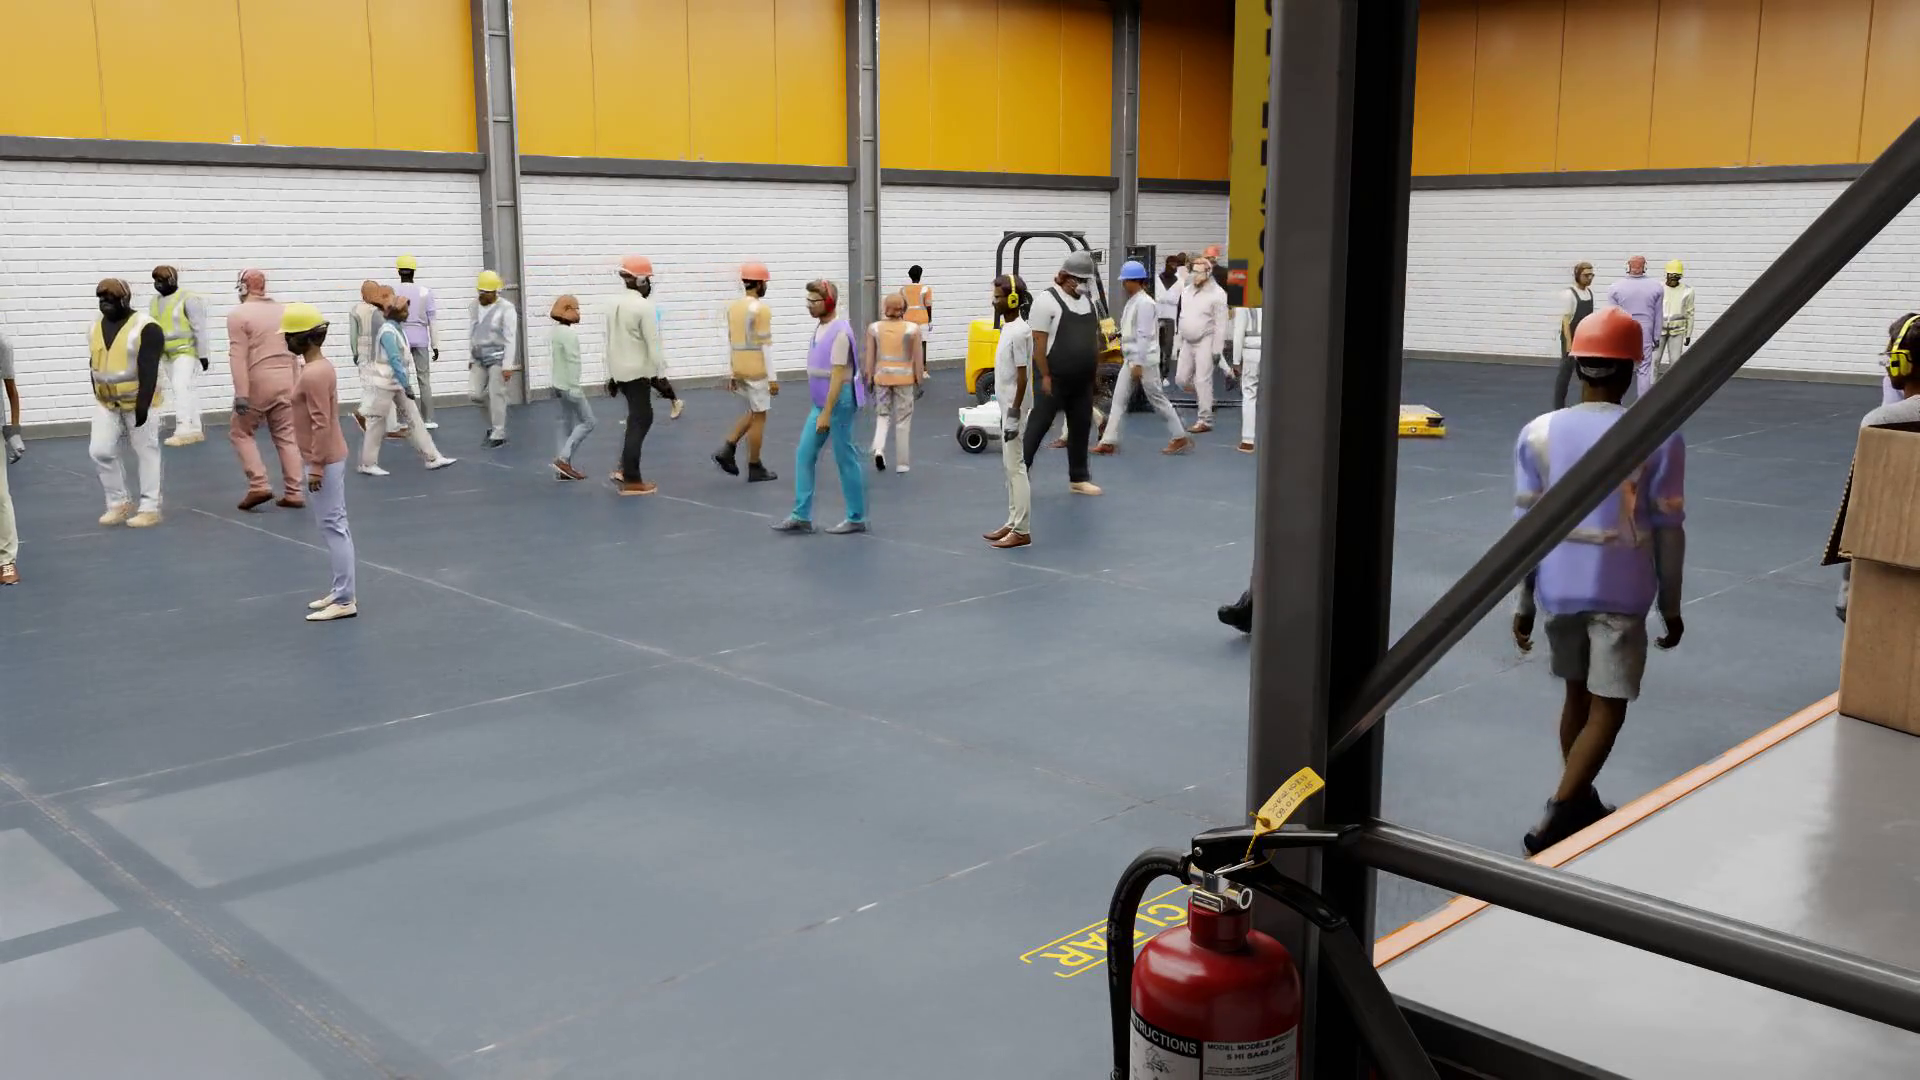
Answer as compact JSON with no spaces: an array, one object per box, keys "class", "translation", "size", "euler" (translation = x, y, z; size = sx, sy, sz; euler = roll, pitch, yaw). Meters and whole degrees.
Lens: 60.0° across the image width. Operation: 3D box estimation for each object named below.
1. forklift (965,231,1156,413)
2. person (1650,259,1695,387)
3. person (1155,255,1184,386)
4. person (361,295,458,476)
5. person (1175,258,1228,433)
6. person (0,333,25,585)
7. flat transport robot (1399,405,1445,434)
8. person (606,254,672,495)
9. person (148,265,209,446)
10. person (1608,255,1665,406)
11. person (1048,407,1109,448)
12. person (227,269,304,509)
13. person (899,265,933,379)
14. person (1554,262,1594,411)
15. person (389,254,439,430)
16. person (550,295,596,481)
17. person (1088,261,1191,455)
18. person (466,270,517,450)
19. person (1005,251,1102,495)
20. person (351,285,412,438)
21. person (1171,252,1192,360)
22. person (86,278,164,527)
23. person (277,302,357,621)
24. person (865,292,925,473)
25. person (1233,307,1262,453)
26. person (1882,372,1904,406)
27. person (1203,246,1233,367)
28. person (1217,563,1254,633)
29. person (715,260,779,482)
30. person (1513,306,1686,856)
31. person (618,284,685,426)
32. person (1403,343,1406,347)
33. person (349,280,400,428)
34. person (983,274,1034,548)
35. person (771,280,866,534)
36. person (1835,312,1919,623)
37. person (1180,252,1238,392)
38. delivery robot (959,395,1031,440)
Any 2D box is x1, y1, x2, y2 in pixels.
[{"class":"forklift","translation":[1.222,-2.721,20.561],"size":[2.313,2.155,1.214],"euler":[2,11,13]},{"class":"person","translation":[9.131,-2.694,21.438],"size":[0.595,1.825,0.403],"euler":[4,11,22]},{"class":"person","translation":[2.938,-3.185,24.021],"size":[0.612,1.858,0.988],"euler":[0,10,-1]},{"class":"person","translation":[-4.956,-1.355,14.743],"size":[0.878,1.596,0.525],"euler":[0,10,-1]},{"class":"person","translation":[2.627,-2.108,18.051],"size":[0.476,1.887,0.666],"euler":[-8,13,-37]},{"class":"person","translation":[-5.984,-0.640,10.117],"size":[0.515,1.866,0.333],"euler":[-3,11,-16]},{"class":"flat transport robot","translation":[4.852,-1.334,18.248],"size":[0.652,0.197,1.431],"euler":[1,10,5]},{"class":"person","translation":[-2.656,-1.355,13.721],"size":[0.480,1.978,0.638],"euler":[-8,13,-38]},{"class":"person","translation":[-7.998,-1.861,16.882],"size":[0.668,1.825,0.744],"euler":[4,11,23]},{"class":"person","translation":[7.941,-2.403,19.633],"size":[0.639,1.903,0.409],"euler":[2,11,13]},{"class":"person","translation":[1.210,-1.736,16.759],"size":[0.657,1.615,0.500],"euler":[-3,11,-16]},{"class":"person","translation":[-5.403,-1.163,12.973],"size":[0.510,1.871,0.669],"euler":[5,11,24]},{"class":"person","translation":[-0.654,-3.224,24.685],"size":[0.531,1.694,0.320],"euler":[4,11,20]},{"class":"person","translation":[7.203,-2.287,19.217],"size":[0.539,1.818,0.732],"euler":[-6,12,-32]},{"class":"person","translation":[-6.033,-2.164,18.257],"size":[0.594,1.924,0.383],"euler":[-3,11,-14]},{"class":"person","translation":[-3.358,-1.309,14.406],"size":[0.338,1.618,0.534],"euler":[-6,12,-30]},{"class":"person","translation":[1.783,-1.746,16.086],"size":[1.018,1.901,0.622],"euler":[-3,11,-14]},{"class":"person","translation":[-4.683,-1.778,16.521],"size":[0.662,1.790,0.454],"euler":[6,12,29]},{"class":"person","translation":[0.814,-1.359,13.556],"size":[0.874,2.000,0.640],"euler":[-8,13,-37]},{"class":"person","translation":[-6.082,-1.859,17.420],"size":[0.509,1.614,0.510],"euler":[-6,12,-28]},{"class":"person","translation":[3.792,-3.985,28.427],"size":[0.624,1.841,0.430],"euler":[-3,11,-15]},{"class":"person","translation":[-6.082,-0.984,12.100],"size":[0.627,1.823,0.514],"euler":[2,11,10]},{"class":"person","translation":[-3.576,-0.433,9.258],"size":[0.327,1.765,0.529],"euler":[-3,11,-16]},{"class":"person","translation":[-0.589,-1.386,14.836],"size":[0.530,1.631,0.405],"euler":[3,11,15]},{"class":"person","translation":[2.953,-1.788,16.358],"size":[0.587,1.876,0.344],"euler":[-3,11,-18]},{"class":"person","translation":[4.636,-0.226,7.835],"size":[0.660,1.889,1.010],"euler":[8,13,39]},{"class":"person","translation":[3.993,-3.745,26.797],"size":[0.660,1.947,0.975],"euler":[10,14,43]},{"class":"person","translation":[1.782,-0.423,8.852],"size":[0.573,1.888,0.964],"euler":[10,14,44]},{"class":"person","translation":[-1.801,-1.451,14.390],"size":[0.485,1.925,0.562],"euler":[-8,13,-37]},{"class":"person","translation":[2.084,0.179,5.561],"size":[0.543,1.910,0.915],"euler":[10,14,42]},{"class":"person","translation":[-3.507,-2.134,18.800],"size":[0.539,1.673,0.766],"euler":[10,14,43]},{"class":"person","translation":[1.393,0.073,6.034],"size":[0.363,1.935,0.551],"euler":[4,11,21]},{"class":"person","translation":[-6.462,-2.045,18.377],"size":[0.515,1.645,0.309],"euler":[-2,11,-9]},{"class":"person","translation":[0.338,-0.879,11.402],"size":[0.329,1.873,0.508],"euler":[-1,10,-5]},{"class":"person","translation":[-1.006,-0.915,11.742],"size":[0.805,1.813,0.561],"euler":[-5,12,-27]},{"class":"person","translation":[3.404,0.120,5.997],"size":[0.511,1.860,0.318],"euler":[-3,11,-14]},{"class":"person","translation":[3.330,-2.911,22.383],"size":[0.727,1.913,0.649],"euler":[10,14,43]},{"class":"delivery robot","translation":[0.351,-1.198,16.475],"size":[0.707,0.478,0.477],"euler":[-1,10,-5]}]
